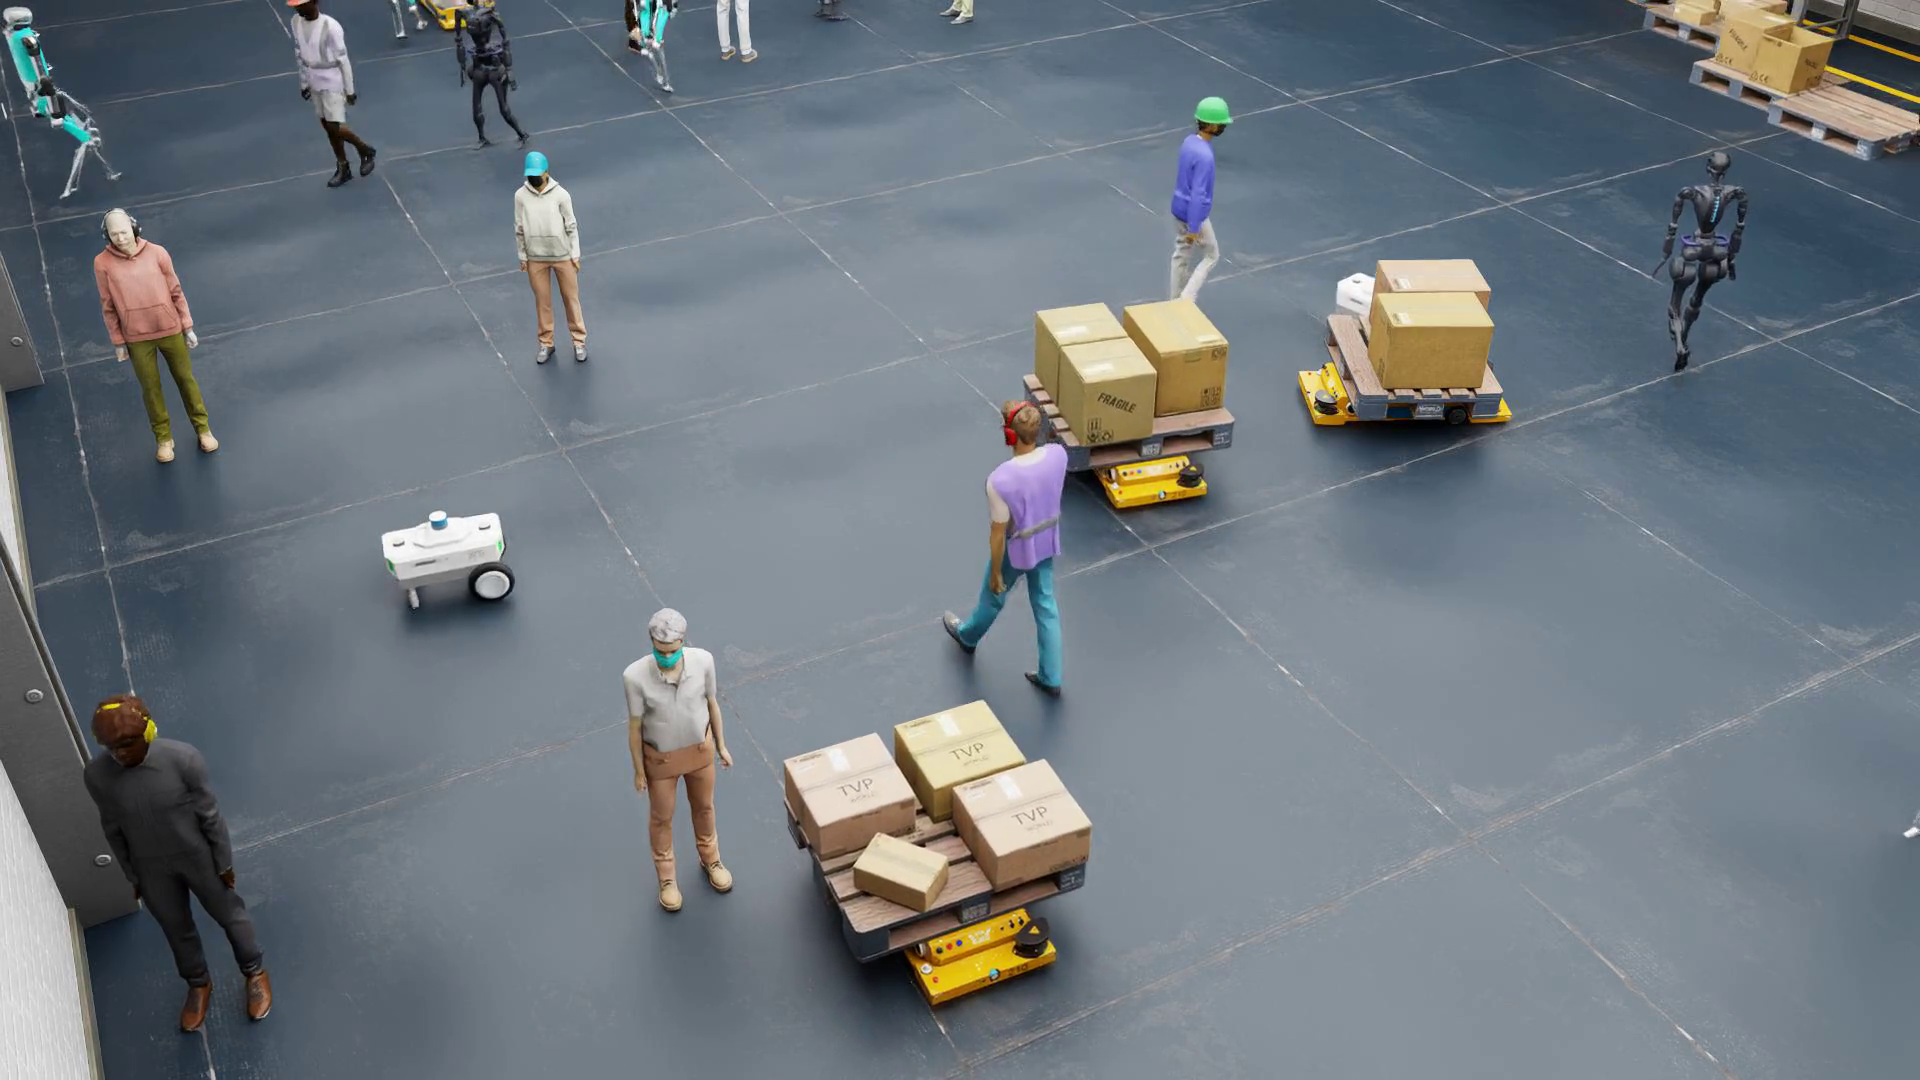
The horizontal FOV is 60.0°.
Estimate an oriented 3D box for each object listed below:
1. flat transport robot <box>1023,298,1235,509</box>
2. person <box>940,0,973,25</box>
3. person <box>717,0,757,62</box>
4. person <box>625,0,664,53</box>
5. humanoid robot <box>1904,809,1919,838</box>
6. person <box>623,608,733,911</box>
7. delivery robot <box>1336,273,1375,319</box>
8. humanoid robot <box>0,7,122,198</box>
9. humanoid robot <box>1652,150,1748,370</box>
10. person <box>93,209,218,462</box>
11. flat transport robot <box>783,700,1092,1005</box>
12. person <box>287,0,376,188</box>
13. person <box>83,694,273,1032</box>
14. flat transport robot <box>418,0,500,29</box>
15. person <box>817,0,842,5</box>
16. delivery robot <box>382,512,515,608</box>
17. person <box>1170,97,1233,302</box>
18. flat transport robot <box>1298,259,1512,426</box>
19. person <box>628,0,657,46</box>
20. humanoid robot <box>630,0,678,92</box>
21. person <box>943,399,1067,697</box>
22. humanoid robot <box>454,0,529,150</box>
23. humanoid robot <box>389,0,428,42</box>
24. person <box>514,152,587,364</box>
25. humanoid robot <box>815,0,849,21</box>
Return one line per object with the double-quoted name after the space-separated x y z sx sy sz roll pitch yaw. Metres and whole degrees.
1.167 -0.713 11.734 0.659 0.231 1.431 -9 36 -13 "flat transport robot"
0.011 -6.923 19.225 0.390 1.847 0.563 -12 37 -17 "person"
-2.495 -6.168 18.123 0.573 1.878 0.361 10 36 14 "person"
-3.594 -6.422 18.406 0.361 1.963 0.613 12 37 16 "person"
5.091 0.917 8.131 0.532 1.774 0.788 22 41 28 "humanoid robot"
-1.344 1.031 7.961 0.481 1.739 0.320 -16 38 -21 "person"
3.320 -1.786 13.023 0.499 0.601 0.775 -27 43 -33 "delivery robot"
-8.115 -4.022 15.248 0.564 1.831 0.810 27 43 33 "humanoid robot"
5.593 -2.102 12.503 0.608 1.630 0.652 2 35 3 "humanoid robot"
-5.518 -1.413 11.367 0.535 1.836 0.372 -17 38 -22 "person"
-0.132 1.660 8.345 0.659 0.231 1.431 -15 38 -20 "flat transport robot"
-5.811 -4.186 15.254 0.559 1.925 0.453 18 39 24 "person"
-3.443 1.413 7.309 0.482 1.868 0.361 -6 36 -9 "person"
-6.026 -6.425 19.889 0.659 0.231 1.431 -17 39 -23 "flat transport robot"
-1.578 -7.395 19.818 0.410 1.938 0.564 -7 36 -10 "person"
-3.159 0.094 10.349 0.785 0.614 0.510 -12 37 -16 "delivery robot"
1.851 -2.557 12.988 0.435 1.855 0.443 -14 38 -20 "person"
3.277 -1.099 12.285 1.431 0.231 0.659 -1 35 -1 "flat transport robot"
-3.568 -6.289 18.458 0.406 1.680 0.547 -29 44 -34 "person"
-3.255 -5.565 17.394 0.531 1.763 0.865 2 35 3 "humanoid robot"
0.297 0.003 9.380 0.574 1.798 0.914 -24 42 -30 "person"
-4.536 -4.586 16.045 0.603 1.642 0.405 9 36 13 "humanoid robot"
-6.295 -6.452 18.691 0.537 1.778 1.034 -1 35 -1 "humanoid robot"
-3.086 -2.123 12.520 0.462 1.675 0.374 -2 35 -3 "person"
-1.539 -6.919 19.364 0.347 1.655 0.585 -9 36 -13 "humanoid robot"
